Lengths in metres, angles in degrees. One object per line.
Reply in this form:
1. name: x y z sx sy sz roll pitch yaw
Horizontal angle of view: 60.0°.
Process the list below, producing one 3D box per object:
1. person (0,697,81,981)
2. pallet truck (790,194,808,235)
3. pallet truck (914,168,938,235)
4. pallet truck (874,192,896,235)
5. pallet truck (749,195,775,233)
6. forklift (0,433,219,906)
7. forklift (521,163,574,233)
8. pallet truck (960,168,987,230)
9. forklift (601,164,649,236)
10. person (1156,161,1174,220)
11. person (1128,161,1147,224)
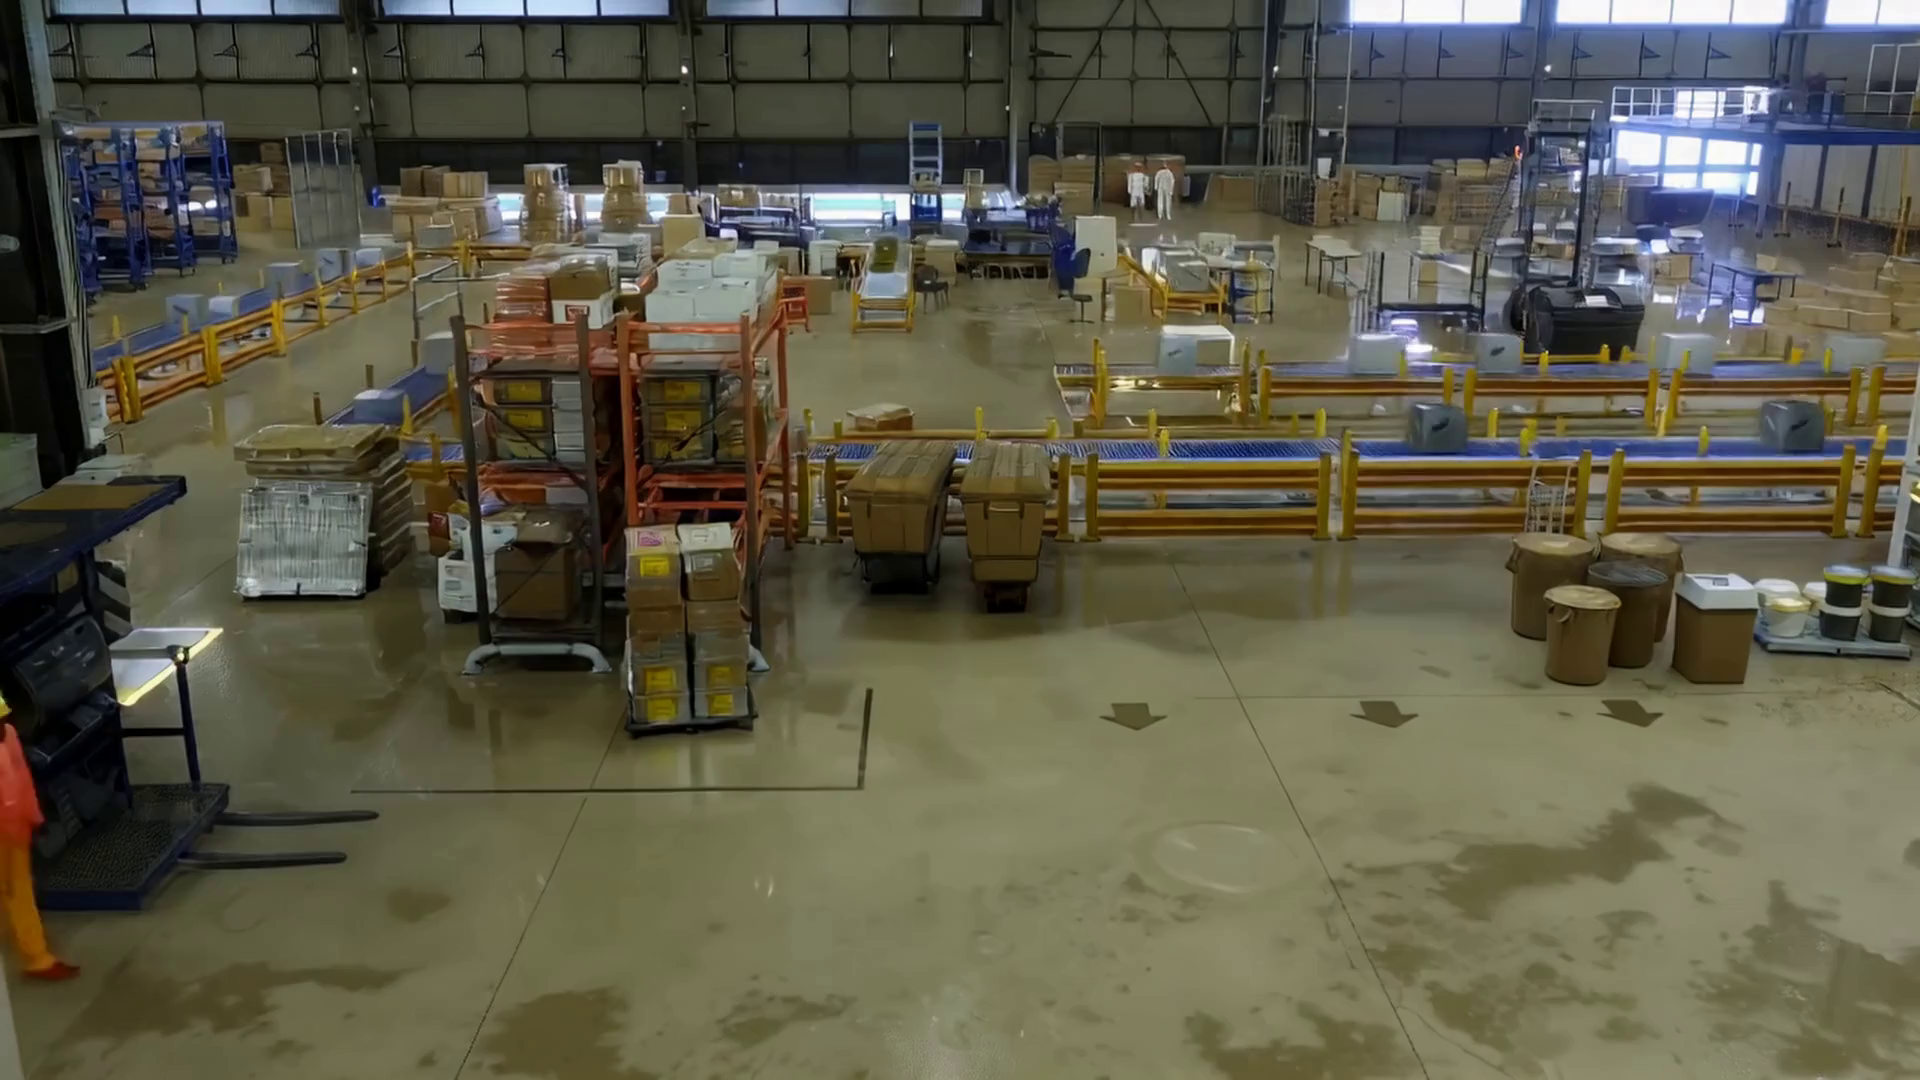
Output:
1. person: -5.453 1.635 9.310 0.763 1.811 0.602 0 16 0
2. pallet truck: -4.814 -9.883 50.259 0.704 1.261 1.522 -1 16 -3
3. pallet truck: -0.989 -10.316 50.507 0.823 1.965 1.885 1 16 3
4. pallet truck: -2.277 -9.986 50.594 0.653 1.274 1.630 0 16 -1
5. pallet truck: -6.051 -9.967 50.660 0.680 1.201 1.601 0 16 -1
6. forklift: -5.952 0.780 10.366 1.873 2.768 1.129 0 16 -1
7. forklift: -12.233 -10.122 49.298 1.157 1.987 2.680 0 16 -1
8. pallet truck: 0.383 -10.230 50.206 0.823 1.965 1.885 -1 16 -3
9. forklift: -9.948 -10.127 49.296 1.157 1.987 2.680 -1 16 -3
10. person: 6.766 -11.491 54.750 0.636 1.911 0.405 14 21 39
11. person: 5.597 -10.870 52.351 0.611 2.042 0.394 8 18 26
